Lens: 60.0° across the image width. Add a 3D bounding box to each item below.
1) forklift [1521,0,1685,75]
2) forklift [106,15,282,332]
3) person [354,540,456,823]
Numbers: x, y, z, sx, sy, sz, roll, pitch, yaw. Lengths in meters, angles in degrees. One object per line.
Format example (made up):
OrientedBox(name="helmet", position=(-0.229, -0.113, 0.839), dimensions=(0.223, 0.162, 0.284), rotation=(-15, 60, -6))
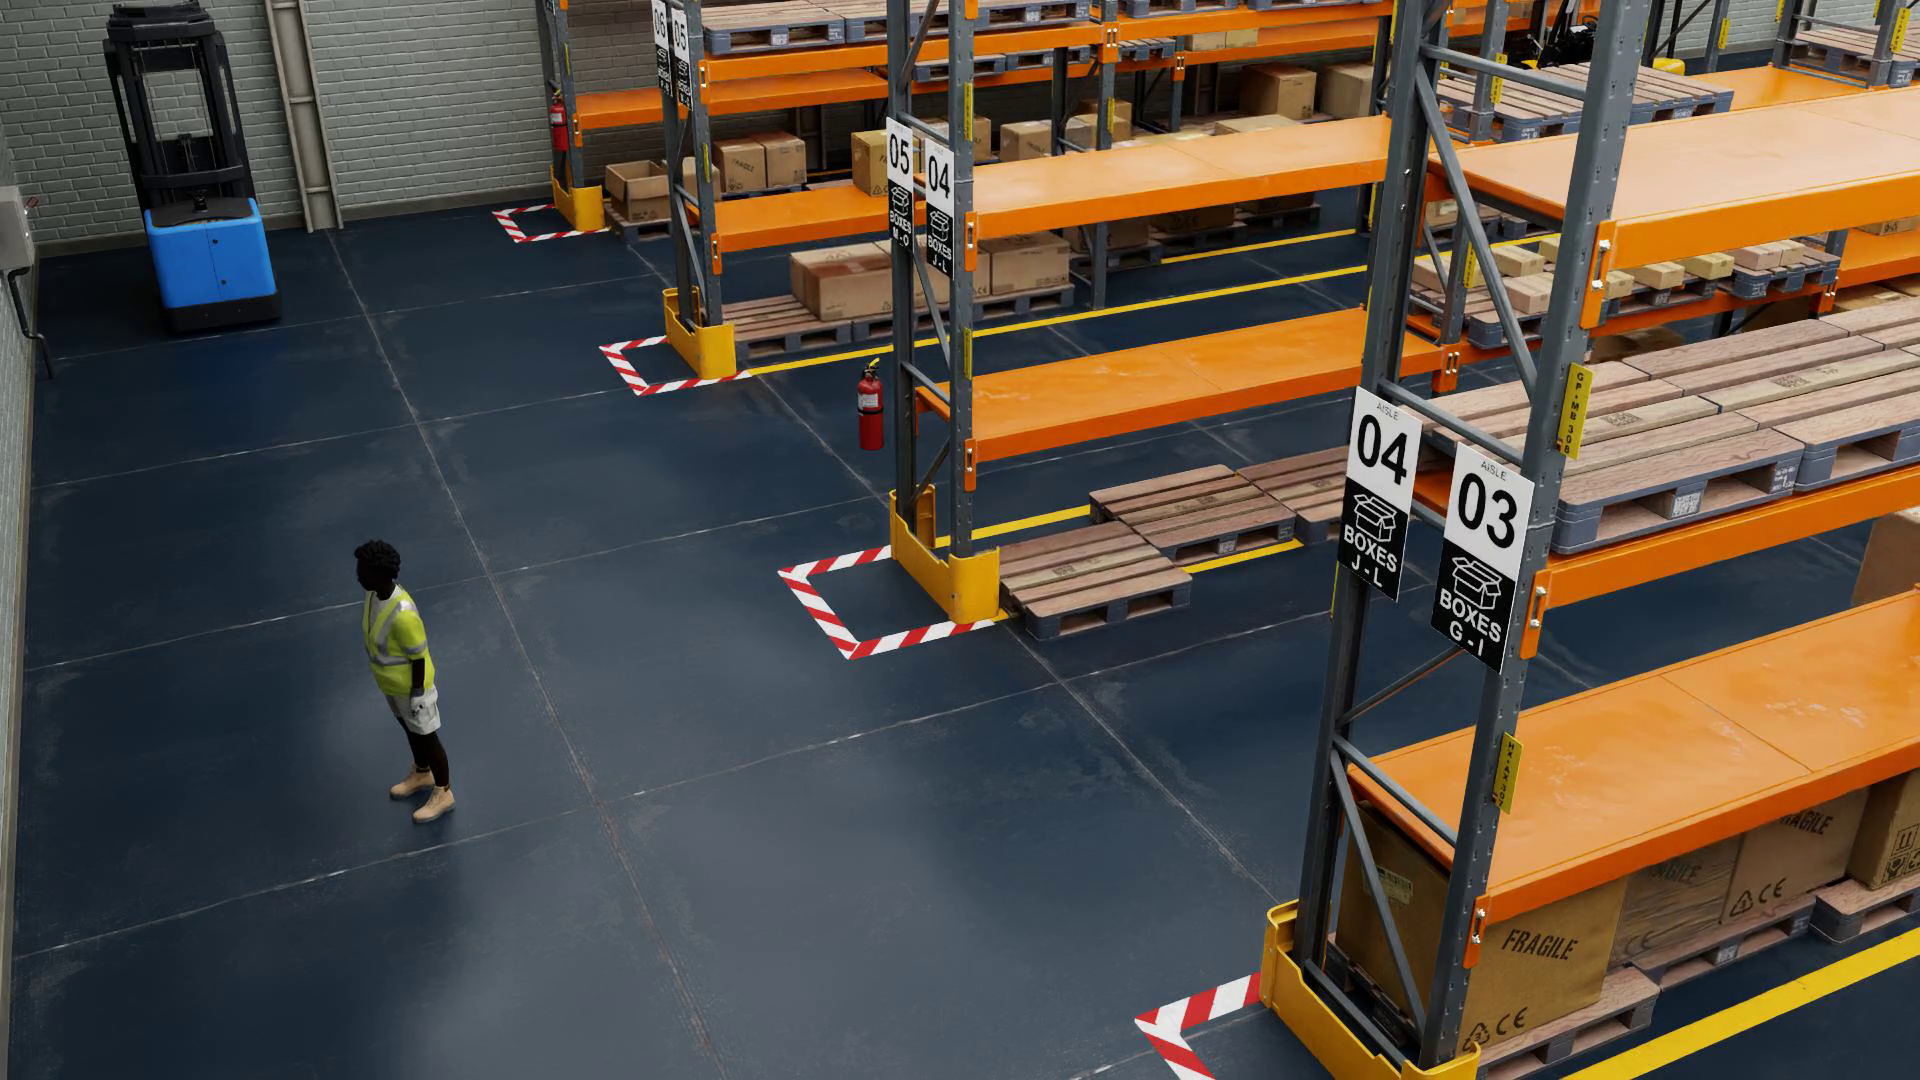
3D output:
OrientedBox(name="forklift", position=(8.950, -6.807, 23.056), dimensions=(1.214, 2.155, 2.313), rotation=(-12, 30, -22))
OrientedBox(name="forklift", position=(-7.548, -3.672, 16.323), dimensions=(1.129, 2.768, 1.873), rotation=(-12, 30, -22))
OrientedBox(name="person", position=(-3.048, 0.762, 9.091), dimensions=(0.319, 1.695, 0.538), rotation=(-20, 34, -33))
